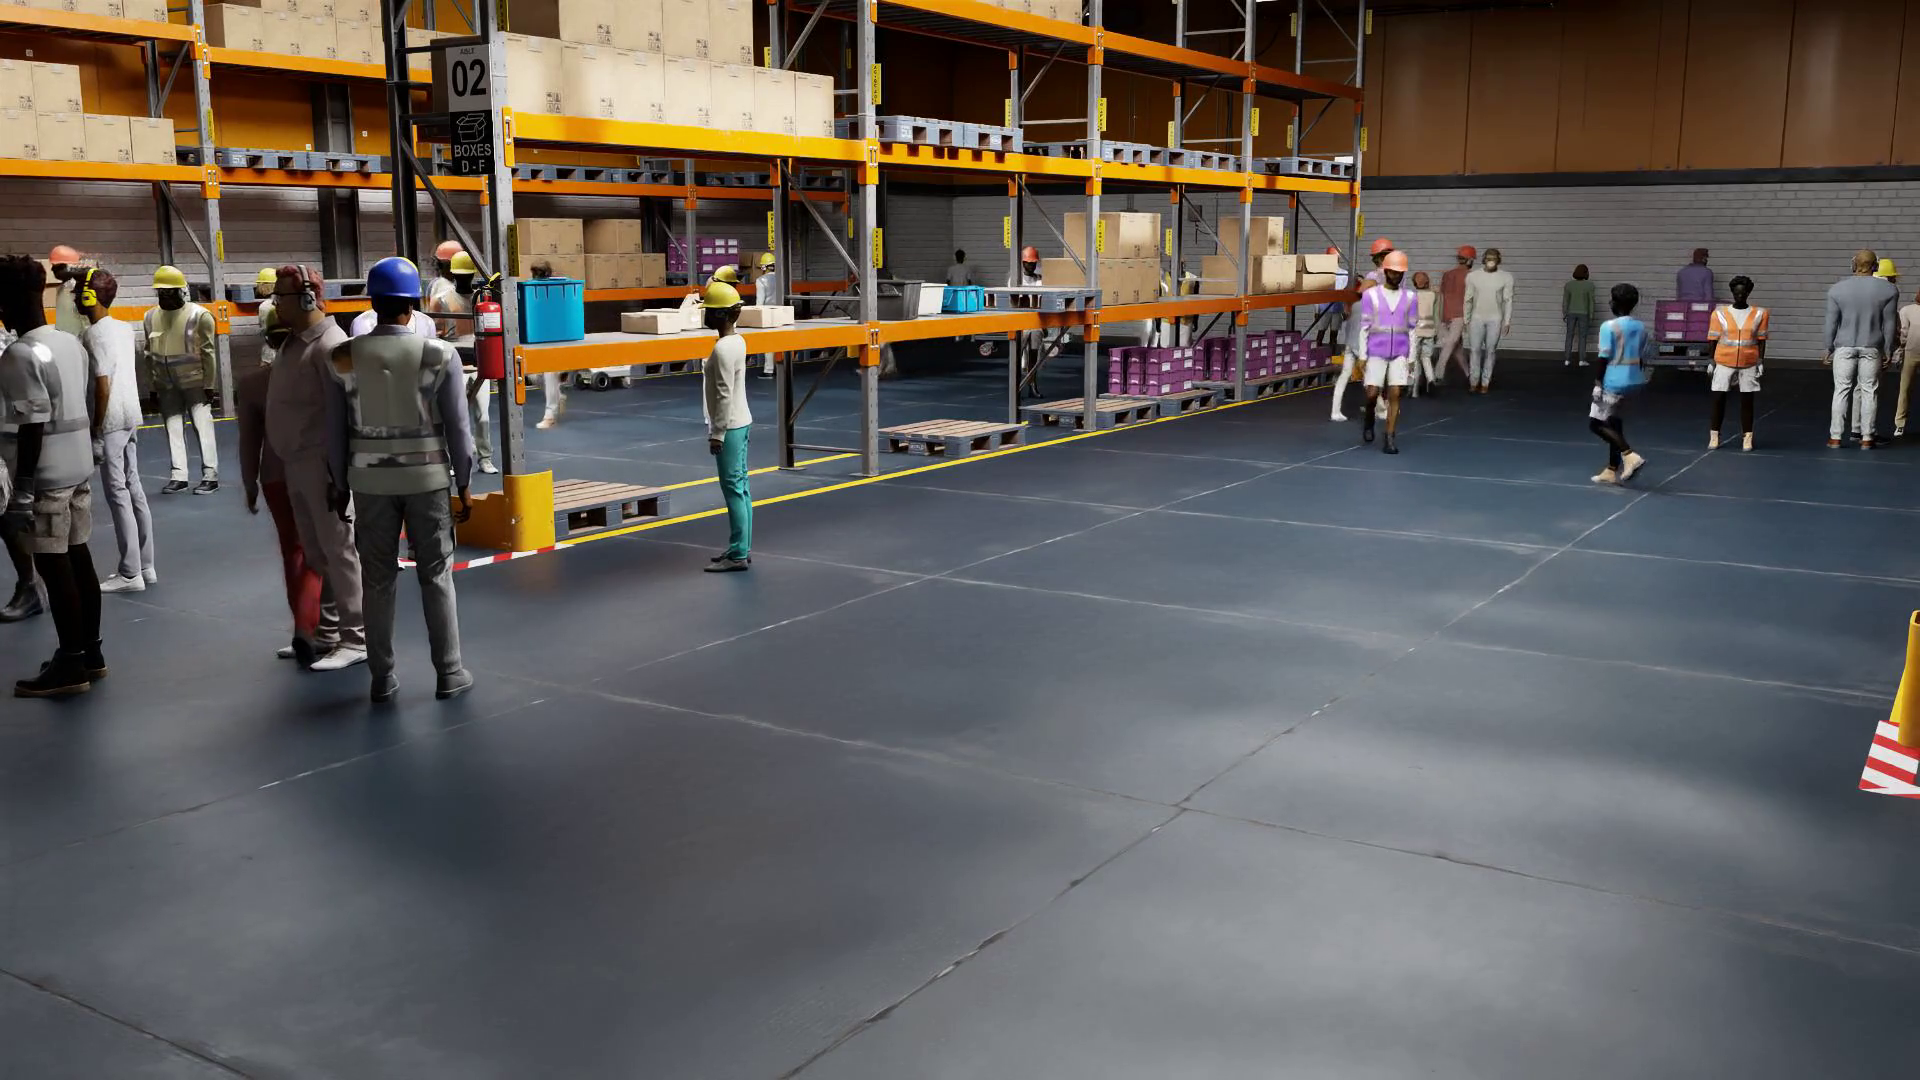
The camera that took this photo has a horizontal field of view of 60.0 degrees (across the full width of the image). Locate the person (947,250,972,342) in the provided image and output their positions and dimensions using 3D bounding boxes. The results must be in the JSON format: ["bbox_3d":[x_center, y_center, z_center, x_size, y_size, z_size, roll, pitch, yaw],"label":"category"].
[{"bbox_3d":[-0.027,-4.839,33.098,0.572,1.819,0.790,0,10,0],"label":"person"}]

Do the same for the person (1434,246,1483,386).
[{"bbox_3d":[7.007,-3.127,23.257,1.070,1.925,0.637,-6,12,-29],"label":"person"}]

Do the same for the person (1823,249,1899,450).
[{"bbox_3d":[8.701,-1.838,16.113,0.627,1.934,0.371,5,12,27],"label":"person"}]

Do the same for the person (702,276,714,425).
[{"bbox_3d":[-2.634,-2.054,18.128,0.513,1.639,0.307,4,11,22],"label":"person"}]

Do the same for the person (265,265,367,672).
[{"bbox_3d":[-3.059,-0.337,7.870,0.399,1.908,0.643,-9,13,-40],"label":"person"}]

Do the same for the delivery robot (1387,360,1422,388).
[{"bbox_3d":[5.753,-2.169,21.505,0.477,0.478,0.707,5,11,24],"label":"delivery robot"}]

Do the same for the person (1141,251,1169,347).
[{"bbox_3d":[3.217,-3.896,27.689,0.617,1.868,0.410,-3,11,-16],"label":"person"}]

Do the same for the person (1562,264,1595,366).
[{"bbox_3d":[9.978,-3.625,26.842,0.507,1.632,0.267,8,13,38],"label":"person"}]

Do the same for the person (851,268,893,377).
[{"bbox_3d":[-1.207,-3.177,23.472,0.641,1.958,0.788,1,10,6],"label":"person"}]

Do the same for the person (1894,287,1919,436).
[{"bbox_3d":[9.900,-1.864,17.115,0.496,1.629,0.277,5,11,27],"label":"person"}]

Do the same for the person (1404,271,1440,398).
[{"bbox_3d":[5.876,-2.603,21.189,0.525,1.624,0.419,-2,10,-9],"label":"person"}]

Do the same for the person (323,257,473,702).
[{"bbox_3d":[-2.449,-0.257,7.310,0.615,1.945,0.404,-1,10,-8],"label":"person"}]

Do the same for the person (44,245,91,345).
[{"bbox_3d":[-8.469,-1.854,16.106,0.623,1.978,0.640,9,14,42],"label":"person"}]

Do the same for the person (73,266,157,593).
[{"bbox_3d":[-4.897,-0.628,9.580,0.329,1.874,0.518,-1,10,-4],"label":"person"}]

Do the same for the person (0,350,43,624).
[{"bbox_3d":[-5.140,-0.438,8.482,0.573,1.881,0.994,3,11,15],"label":"person"}]

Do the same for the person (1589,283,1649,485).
[{"bbox_3d":[5.418,-1.257,13.593,0.544,1.676,0.468,-6,12,-31],"label":"person"}]

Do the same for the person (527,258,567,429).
[{"bbox_3d":[-4.456,-2.135,18.059,0.632,1.830,0.608,4,11,23],"label":"person"}]

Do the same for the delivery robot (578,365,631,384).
[{"bbox_3d":[-4.814,-2.352,22.522,0.477,0.478,0.707,9,13,40],"label":"delivery robot"}]

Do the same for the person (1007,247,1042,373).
[{"bbox_3d":[0.937,-3.469,25.180,0.648,1.919,0.440,9,13,40],"label":"person"}]

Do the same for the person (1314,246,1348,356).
[{"bbox_3d":[5.704,-3.545,25.557,0.547,1.939,0.376,-2,10,-11],"label":"person"}]

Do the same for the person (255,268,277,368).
[{"bbox_3d":[-6.833,-1.829,16.588,0.295,1.743,0.492,1,10,5],"label":"person"}]

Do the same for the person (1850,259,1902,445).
[{"bbox_3d":[9.140,-1.875,16.585,0.404,1.837,0.590,2,10,11],"label":"person"}]

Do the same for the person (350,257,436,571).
[{"bbox_3d":[-3.449,-0.779,10.287,0.375,1.919,0.584,7,12,35],"label":"person"}]

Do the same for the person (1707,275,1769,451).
[{"bbox_3d":[7.466,-1.693,16.001,0.533,1.687,0.320,4,11,20],"label":"person"}]

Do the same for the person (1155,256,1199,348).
[{"bbox_3d":[2.996,-3.035,23.027,0.620,1.836,0.429,0,10,2],"label":"person"}]

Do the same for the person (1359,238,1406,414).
[{"bbox_3d":[4.902,-2.489,19.421,0.615,2.039,0.386,-7,13,-35],"label":"person"}]

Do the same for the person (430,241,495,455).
[{"bbox_3d":[-4.809,-1.769,15.502,0.734,2.022,0.611,-3,11,-18],"label":"person"}]

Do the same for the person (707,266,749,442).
[{"bbox_3d":[-2.345,-1.851,16.650,0.329,1.767,0.529,-10,14,-43],"label":"person"}]

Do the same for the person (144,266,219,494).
[{"bbox_3d":[-6.208,-1.263,13.248,0.586,1.824,0.405,1,10,5],"label":"person"}]

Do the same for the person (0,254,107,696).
[{"bbox_3d":[-4.090,-0.287,7.441,0.369,1.960,0.604,-1,10,-8],"label":"person"}]

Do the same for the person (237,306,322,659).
[{"bbox_3d":[-3.256,-0.302,8.165,0.522,1.731,0.846,-1,10,-6],"label":"person"}]

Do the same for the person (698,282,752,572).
[{"bbox_3d":[-1.435,-0.687,10.198,0.308,1.769,0.525,0,10,1],"label":"person"}]

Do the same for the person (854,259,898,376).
[{"bbox_3d":[-1.240,-3.331,24.847,0.638,1.779,1.002,10,14,44],"label":"person"}]

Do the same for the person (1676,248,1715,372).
[{"bbox_3d":[11.321,-3.534,25.586,0.403,1.905,0.652,-5,11,-27],"label":"person"}]

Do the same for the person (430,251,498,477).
[{"bbox_3d":[-4.228,-1.508,14.307,0.594,1.923,0.371,-6,12,-31],"label":"person"}]

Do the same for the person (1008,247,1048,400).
[{"bbox_3d":[0.879,-2.746,21.131,0.550,1.935,0.375,-4,11,-23],"label":"person"}]

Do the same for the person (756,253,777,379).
[{"bbox_3d":[-2.774,-3.271,24.326,0.404,1.835,0.589,9,14,41],"label":"person"}]

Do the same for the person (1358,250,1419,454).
[{"bbox_3d":[4.076,-1.793,15.874,0.569,1.923,0.603,0,10,1],"label":"person"}]

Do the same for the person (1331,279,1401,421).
[{"bbox_3d":[4.527,-2.117,18.582,0.851,1.579,0.526,-3,11,-18],"label":"person"}]

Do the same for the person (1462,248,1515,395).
[{"bbox_3d":[6.843,-2.823,21.609,0.642,1.908,0.912,4,11,19],"label":"person"}]
